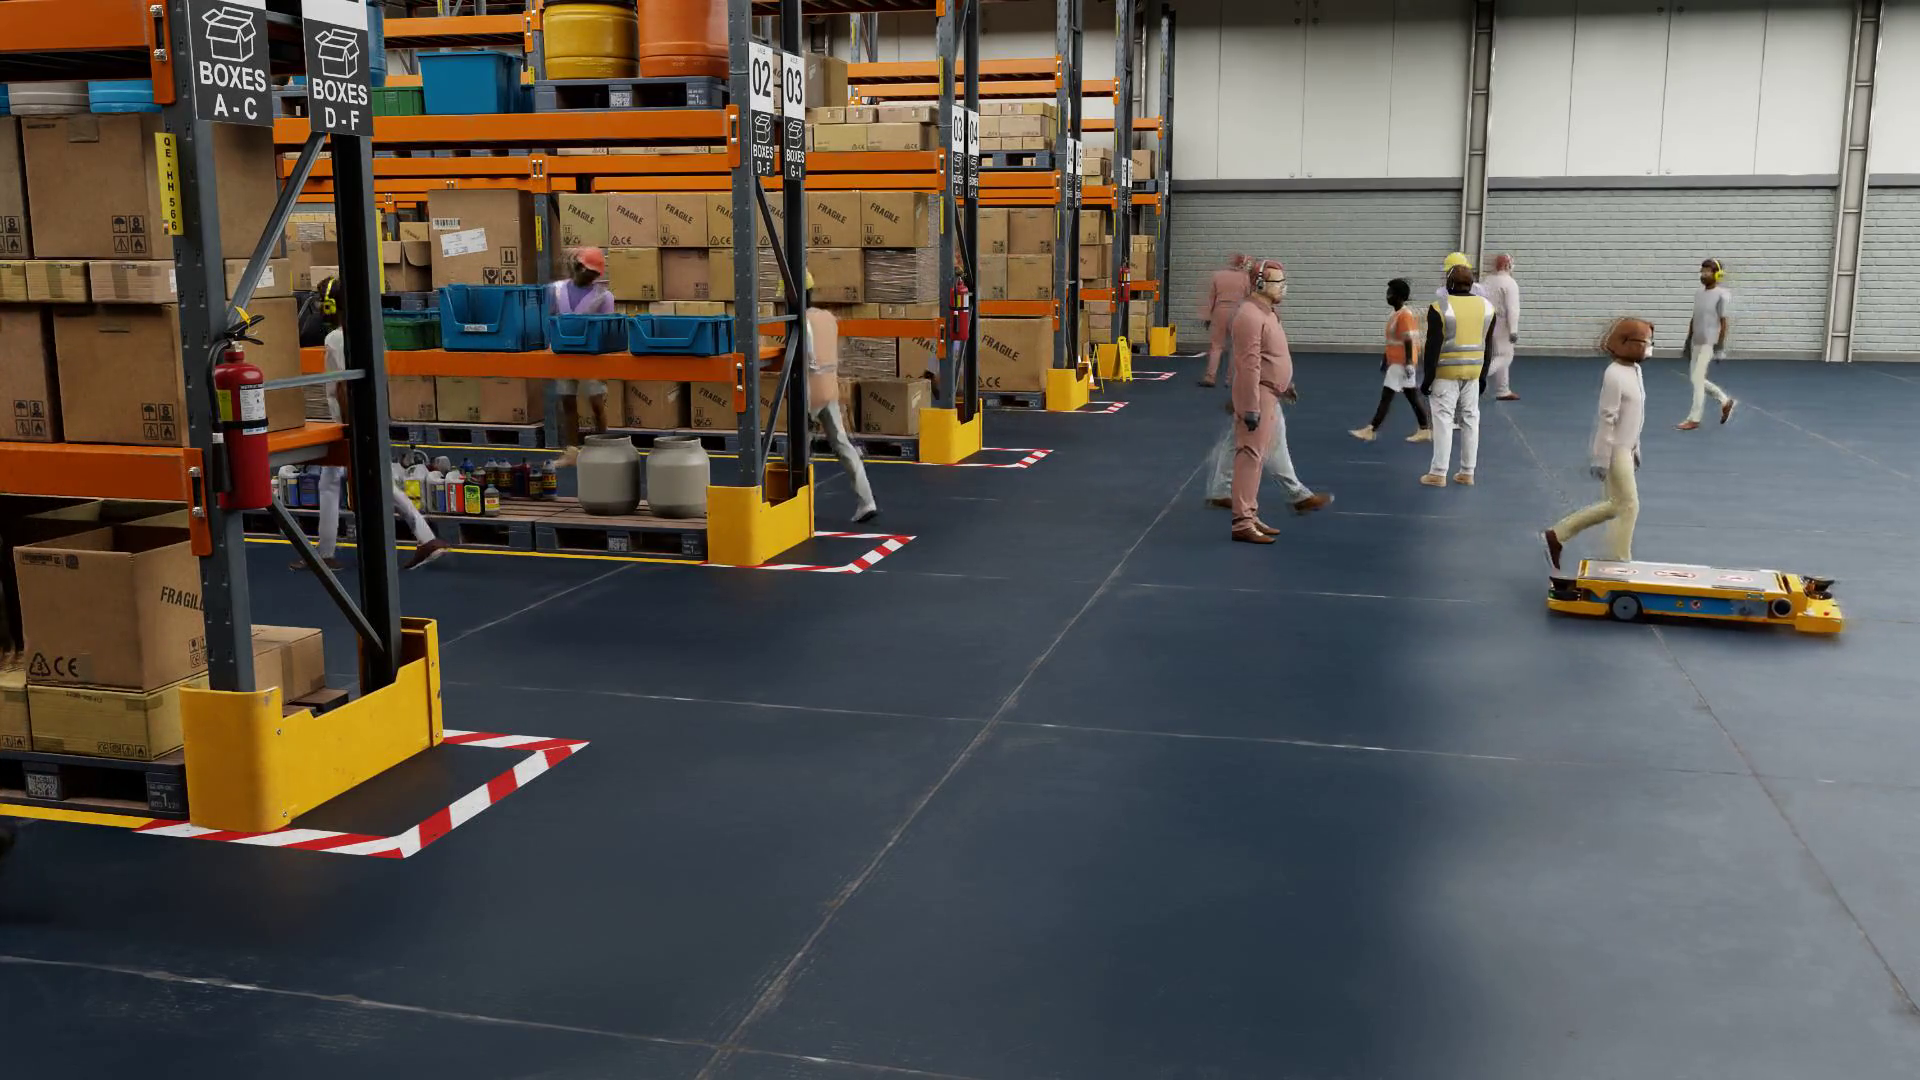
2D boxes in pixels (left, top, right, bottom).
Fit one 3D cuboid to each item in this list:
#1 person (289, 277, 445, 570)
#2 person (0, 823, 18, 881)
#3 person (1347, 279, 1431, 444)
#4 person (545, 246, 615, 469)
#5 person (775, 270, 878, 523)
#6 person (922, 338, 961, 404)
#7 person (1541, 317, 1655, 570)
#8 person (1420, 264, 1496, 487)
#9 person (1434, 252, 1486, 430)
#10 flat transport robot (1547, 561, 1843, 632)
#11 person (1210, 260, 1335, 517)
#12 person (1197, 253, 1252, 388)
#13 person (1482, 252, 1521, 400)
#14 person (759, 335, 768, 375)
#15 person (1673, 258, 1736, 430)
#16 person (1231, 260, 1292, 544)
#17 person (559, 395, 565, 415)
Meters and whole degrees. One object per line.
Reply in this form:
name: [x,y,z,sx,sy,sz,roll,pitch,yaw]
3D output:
person: [-3.666,-0.699,10.229,0.957,1.831,0.532,1,10,7]
person: [-3.272,0.204,4.989,0.841,1.910,0.562,1,10,7]
person: [4.366,-1.783,16.691,0.880,1.640,0.548,1,10,6]
person: [-3.405,-1.594,14.749,0.726,1.990,0.387,2,10,13]
person: [-1.024,-1.035,11.995,1.020,1.862,0.600,7,12,34]
person: [-0.184,-2.078,17.610,0.438,1.917,0.551,2,10,10]
person: [3.778,-0.504,9.721,0.617,1.607,0.511,6,12,31]
person: [4.114,-1.363,13.841,0.633,1.843,0.429,-3,11,-17]
person: [5.280,-2.097,17.715,0.426,1.908,0.617,-9,14,-42]
flat transport robot: [3.977,0.285,9.061,1.431,0.197,0.652,4,11,22]
person: [2.333,-1.111,12.332,1.017,1.887,0.637,3,11,18]
person: [3.712,-3.039,23.083,0.804,1.865,0.448,7,12,34]
person: [6.814,-2.694,21.072,0.757,1.884,0.652,-2,10,-10]
person: [-2.450,-2.471,19.596,0.437,1.976,0.650,1,10,8]
person: [8.095,-2.113,17.969,0.743,1.849,0.525,-2,10,-10]
person: [2.051,-0.939,11.312,0.400,1.907,0.644,3,11,18]
person: [-4.346,-2.407,19.176,0.913,2.006,0.635,3,11,16]
